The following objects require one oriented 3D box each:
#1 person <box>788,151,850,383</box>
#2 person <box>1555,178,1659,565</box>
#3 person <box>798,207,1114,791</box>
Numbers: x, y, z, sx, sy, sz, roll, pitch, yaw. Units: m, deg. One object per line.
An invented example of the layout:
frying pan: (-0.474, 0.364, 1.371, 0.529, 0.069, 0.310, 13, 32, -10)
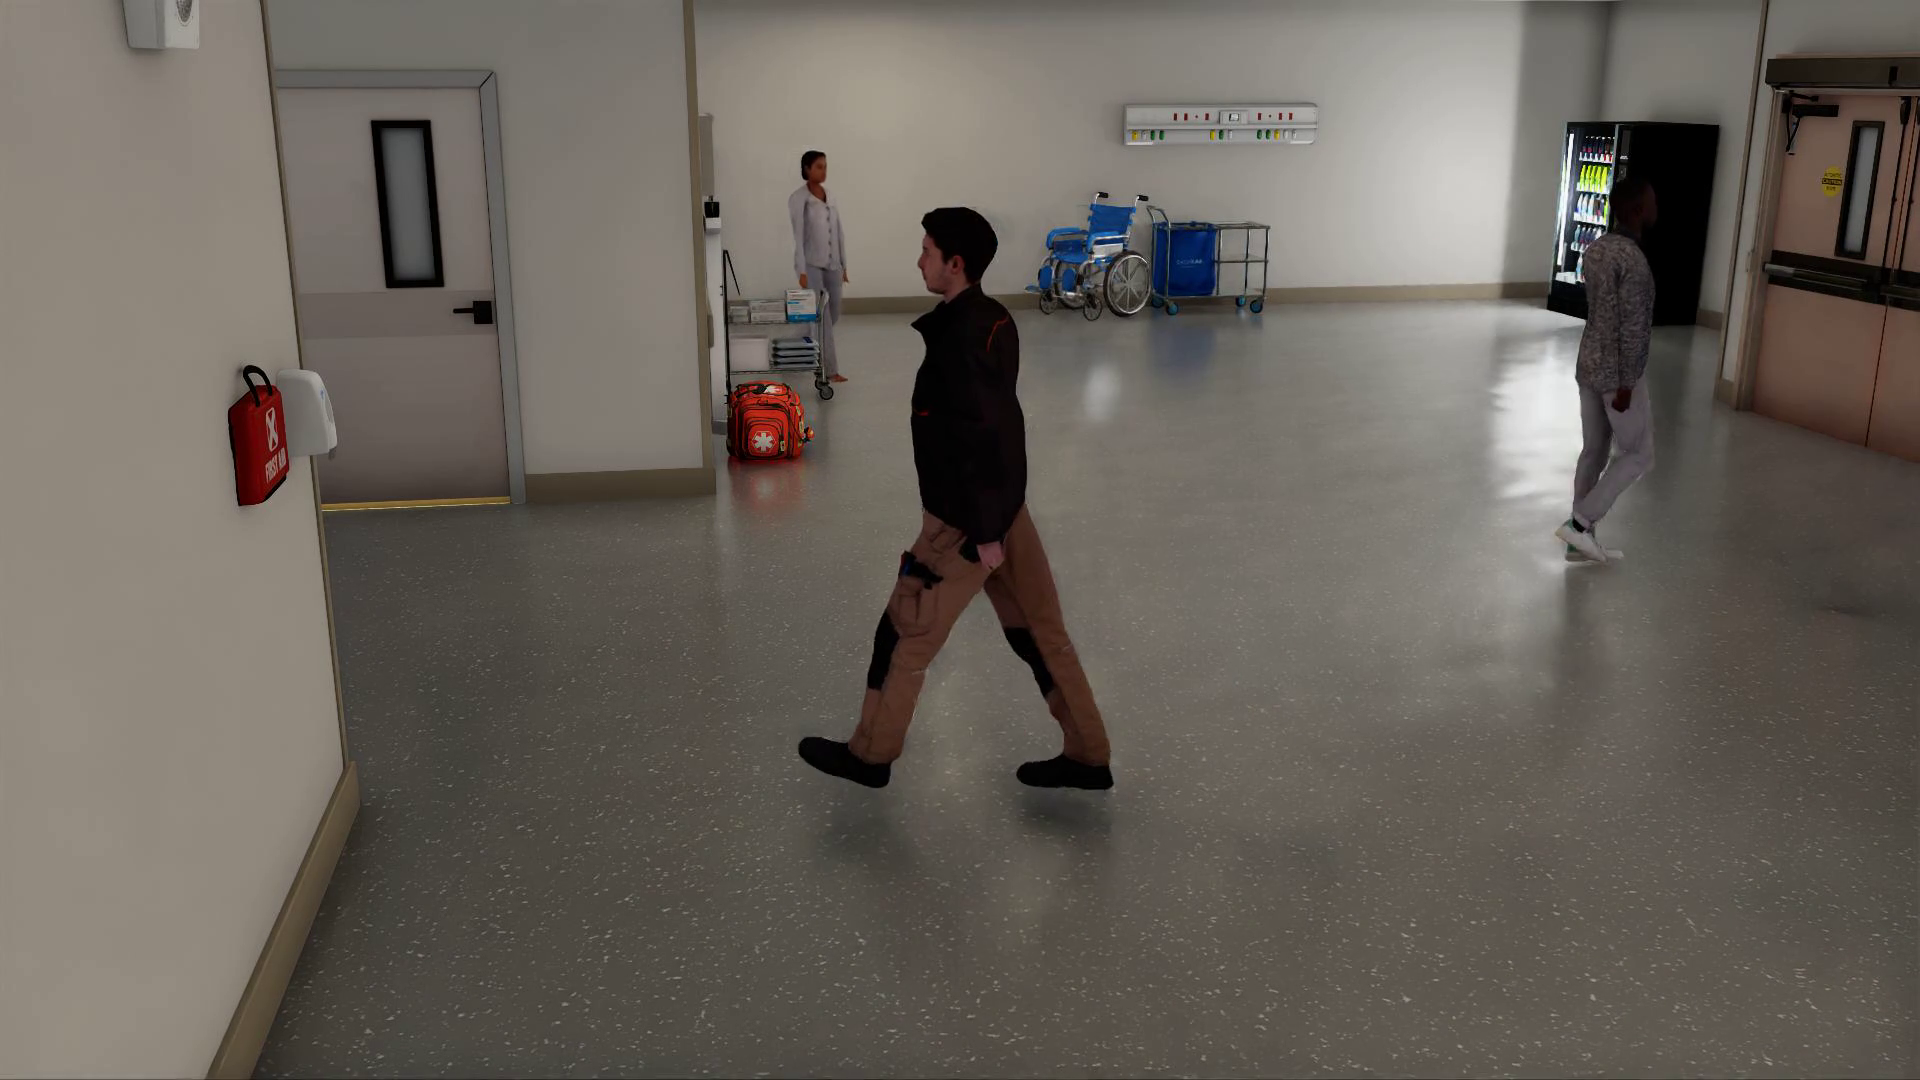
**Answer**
person: (-1.129, -2.083, 12.701, 1.101, 1.717, 0.988, 13, 20, 38)
person: (2.981, -0.766, 7.837, 0.745, 1.822, 0.580, -2, 16, -8)
person: (0.139, -0.038, 5.172, 1.117, 1.866, 1.297, 4, 16, 14)
